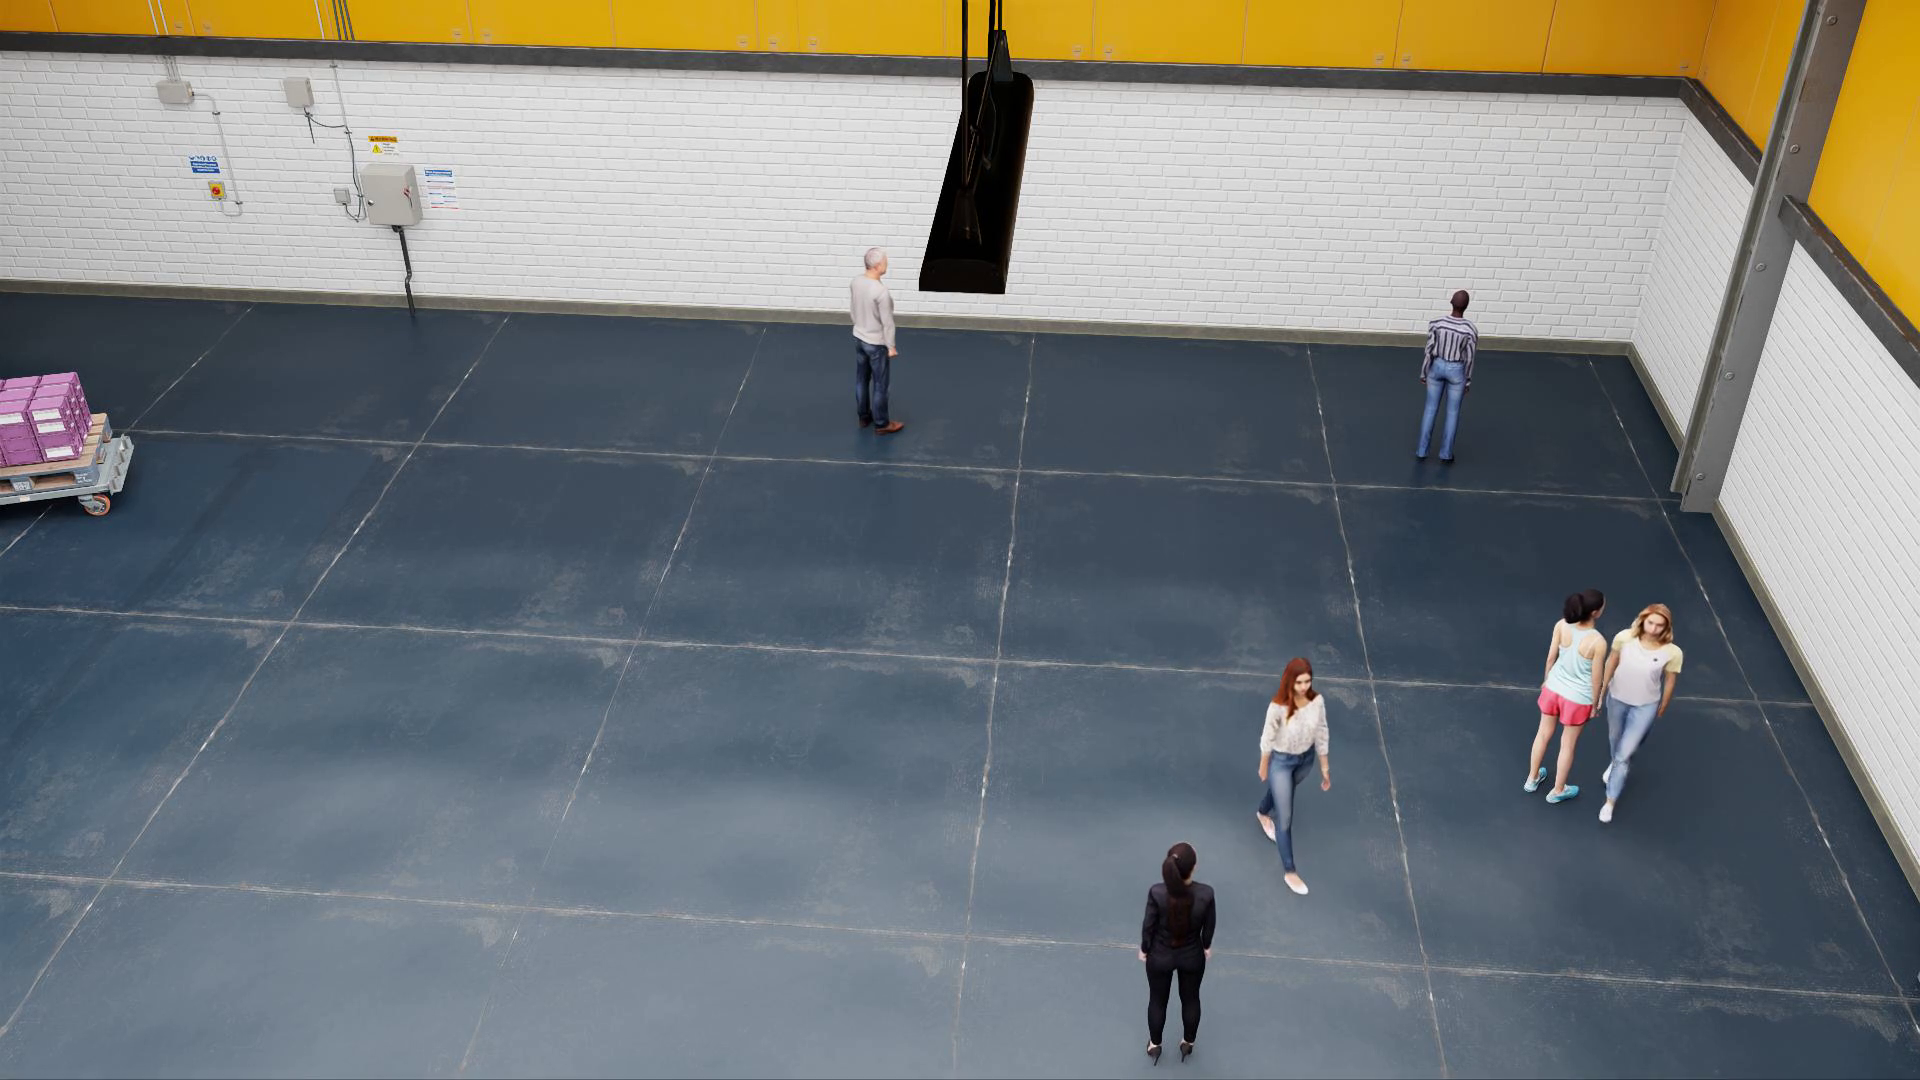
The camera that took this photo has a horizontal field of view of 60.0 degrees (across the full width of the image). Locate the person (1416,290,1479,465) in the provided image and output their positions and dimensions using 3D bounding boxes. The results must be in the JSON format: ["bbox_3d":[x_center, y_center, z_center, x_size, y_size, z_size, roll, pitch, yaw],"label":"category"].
[{"bbox_3d":[4.596,-1.529,15.690,0.687,1.796,0.655,15,37,22],"label":"person"}]

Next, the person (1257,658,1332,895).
[{"bbox_3d":[2.208,1.463,11.290,0.894,1.683,1.188,-11,35,-16],"label":"person"}]

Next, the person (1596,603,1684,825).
[{"bbox_3d":[4.787,1.105,11.827,0.962,1.686,1.163,21,39,28],"label":"person"}]

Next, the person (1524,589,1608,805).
[{"bbox_3d":[4.307,1.097,11.767,0.746,1.764,0.683,-24,40,-31],"label":"person"}]

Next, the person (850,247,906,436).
[{"bbox_3d":[-0.851,-1.936,16.207,0.883,1.901,0.824,-25,41,-32],"label":"person"}]

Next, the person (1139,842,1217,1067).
[{"bbox_3d":[1.274,2.445,9.788,0.582,1.711,0.478,1,34,1],"label":"person"}]
